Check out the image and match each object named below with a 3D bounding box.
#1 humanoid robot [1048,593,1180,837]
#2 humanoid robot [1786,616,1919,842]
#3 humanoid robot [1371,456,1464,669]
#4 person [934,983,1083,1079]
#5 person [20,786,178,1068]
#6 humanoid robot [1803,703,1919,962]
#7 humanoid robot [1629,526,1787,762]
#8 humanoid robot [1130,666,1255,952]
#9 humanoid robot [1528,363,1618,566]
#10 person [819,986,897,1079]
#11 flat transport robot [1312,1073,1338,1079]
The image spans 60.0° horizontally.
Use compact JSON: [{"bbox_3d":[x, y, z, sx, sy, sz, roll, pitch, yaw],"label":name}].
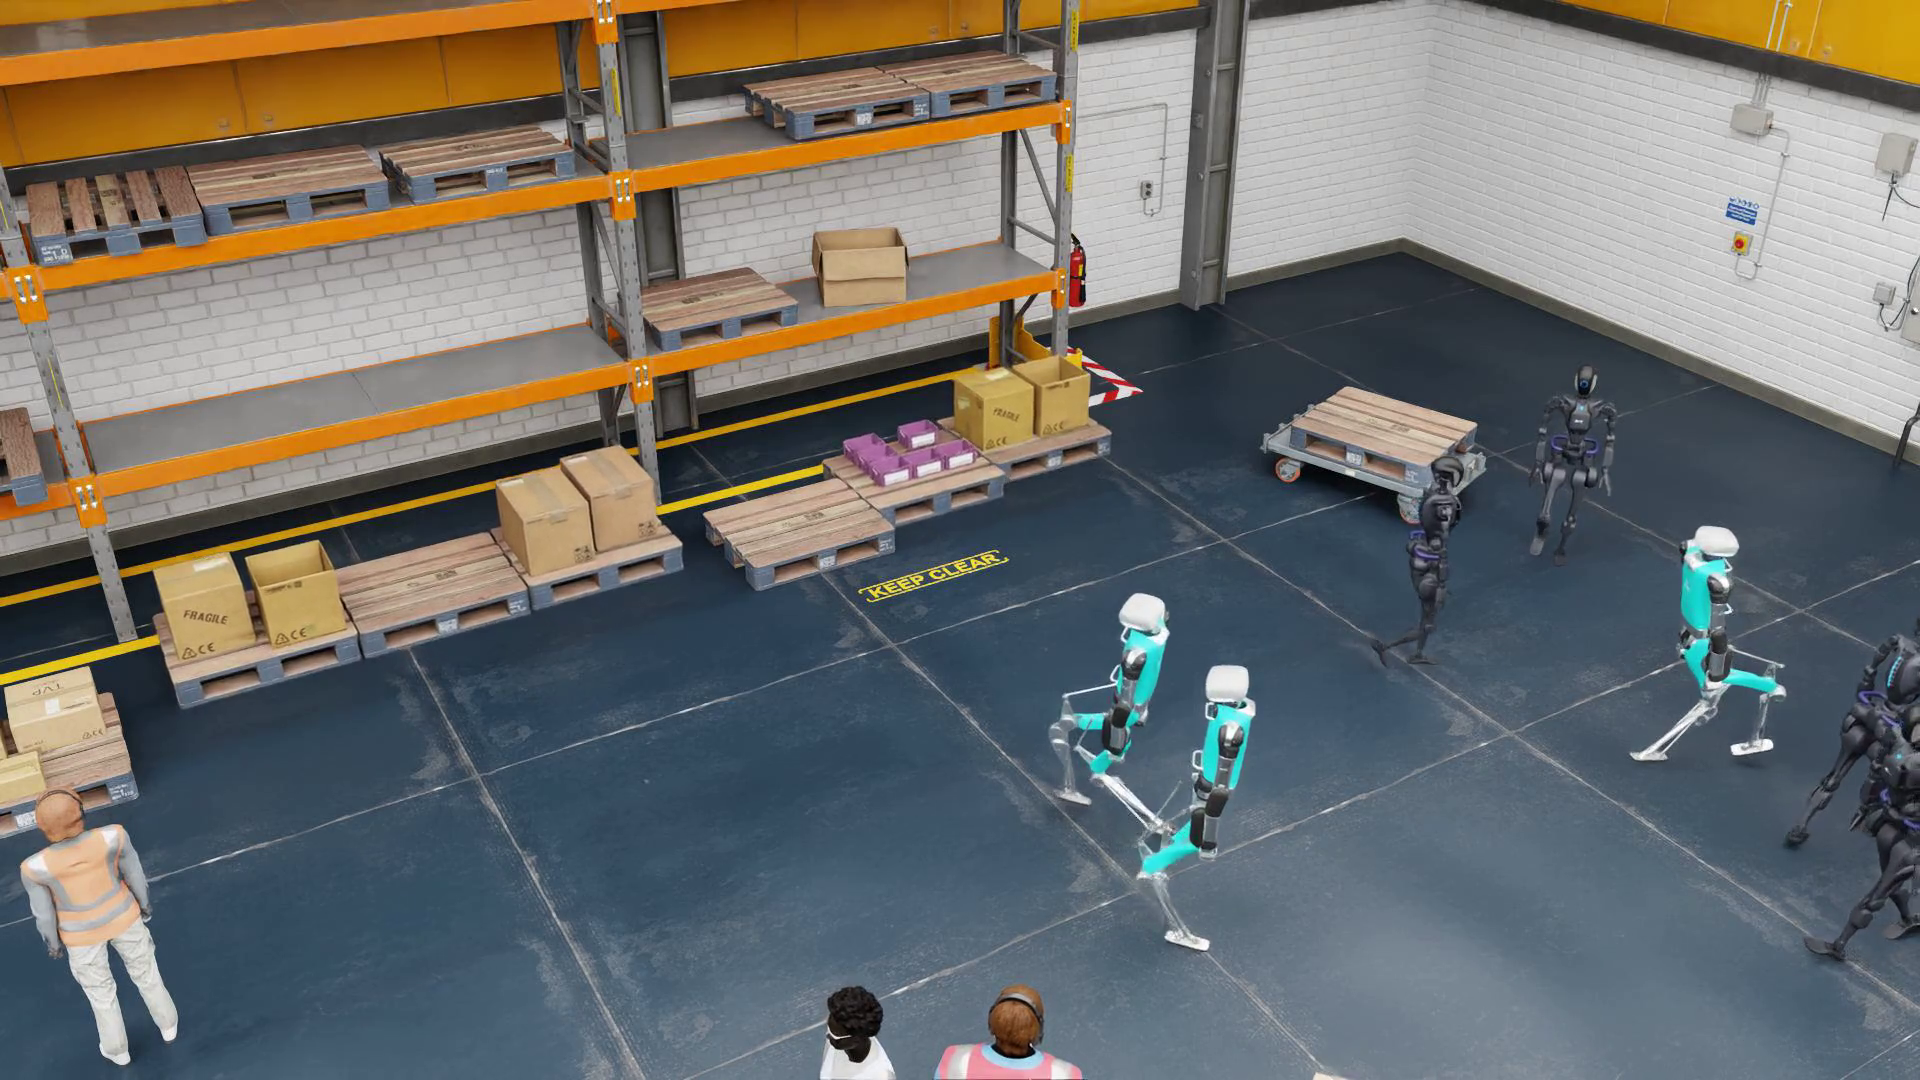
[{"bbox_3d":[0.803,1.029,9.704,1.044,1.749,0.590,13,32,22],"label":"humanoid robot"},{"bbox_3d":[5.327,1.097,9.662,0.796,1.628,0.608,-7,30,-12],"label":"humanoid robot"},{"bbox_3d":[3.120,0.156,11.281,0.529,1.643,0.589,1,29,3],"label":"humanoid robot"},{"bbox_3d":[0.206,2.562,6.856,0.625,1.836,0.431,5,30,9],"label":"person"},{"bbox_3d":[-4.239,1.907,8.203,0.514,1.639,0.308,-23,37,-35],"label":"person"},{"bbox_3d":[5.007,1.552,8.834,0.784,1.625,0.603,-4,30,-6],"label":"humanoid robot"},{"bbox_3d":[4.831,0.702,10.306,1.041,1.759,0.545,-1,29,-2],"label":"humanoid robot"},{"bbox_3d":[1.179,1.479,8.913,0.661,1.849,0.538,5,30,8],"label":"humanoid robot"},{"bbox_3d":[4.619,-0.557,12.527,0.600,1.651,0.339,10,31,16],"label":"humanoid robot"},{"bbox_3d":[-0.414,2.538,7.027,0.322,1.696,0.533,-15,33,-24],"label":"person"},{"bbox_3d":[1.915,3.271,7.184,0.659,0.231,1.431,13,32,21],"label":"flat transport robot"}]
